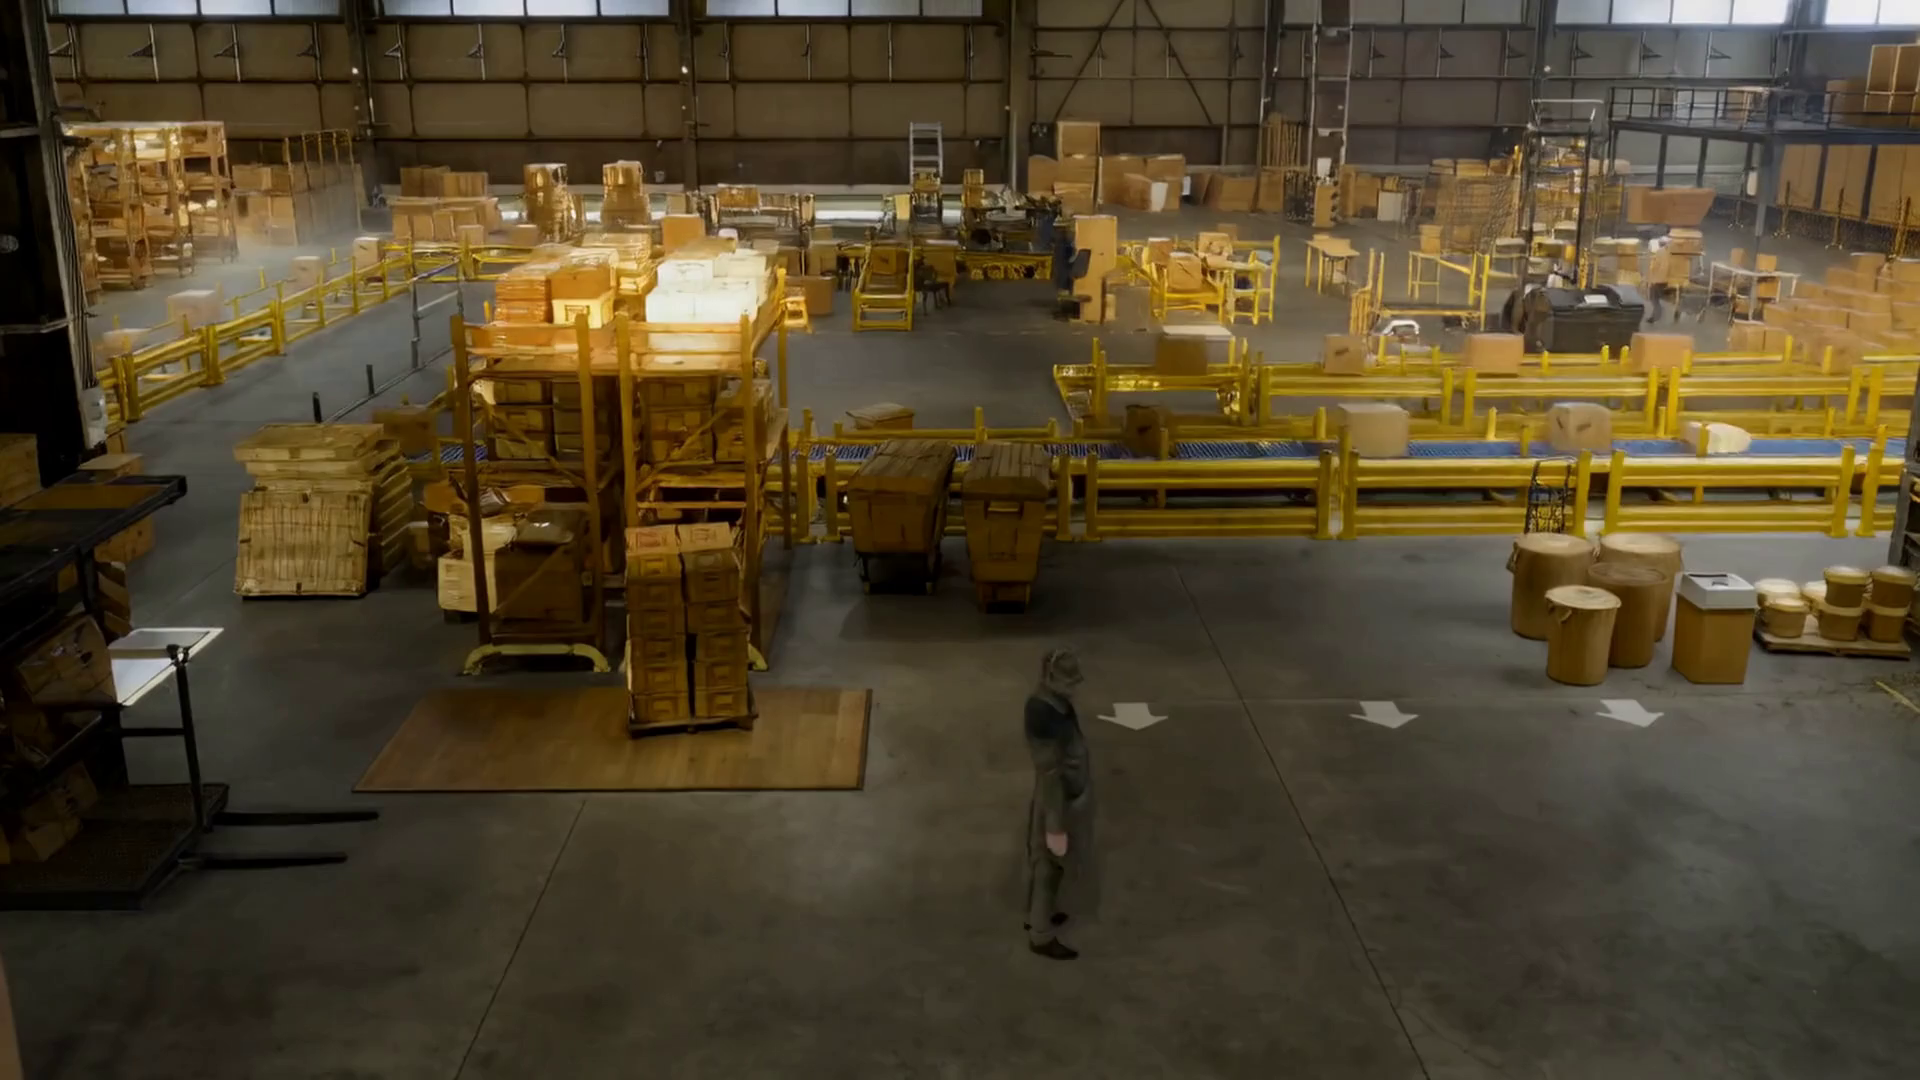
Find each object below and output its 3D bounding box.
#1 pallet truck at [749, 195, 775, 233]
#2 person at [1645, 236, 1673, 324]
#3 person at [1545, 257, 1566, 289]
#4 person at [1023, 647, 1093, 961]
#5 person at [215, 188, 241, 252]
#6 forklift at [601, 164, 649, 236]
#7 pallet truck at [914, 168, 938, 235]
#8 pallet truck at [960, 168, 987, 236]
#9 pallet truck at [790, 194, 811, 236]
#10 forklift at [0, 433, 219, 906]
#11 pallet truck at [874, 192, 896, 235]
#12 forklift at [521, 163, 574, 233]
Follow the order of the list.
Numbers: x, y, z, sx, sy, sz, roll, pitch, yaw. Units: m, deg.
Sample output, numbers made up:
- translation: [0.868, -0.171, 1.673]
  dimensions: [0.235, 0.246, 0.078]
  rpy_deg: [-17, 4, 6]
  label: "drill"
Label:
- translation: [-6.051, -9.967, 50.660]
  dimensions: [0.680, 1.201, 1.601]
  rpy_deg: [0, 16, -1]
  label: "pallet truck"
- translation: [13.843, -5.120, 32.863]
  dimensions: [0.547, 1.752, 0.435]
  rpy_deg: [-9, 18, -28]
  label: "person"
- translation: [10.157, -3.912, 28.474]
  dimensions: [0.332, 1.872, 0.514]
  rpy_deg: [14, 21, 39]
  label: "person"
- translation: [0.567, 1.501, 9.658]
  dimensions: [0.400, 1.886, 0.742]
  rpy_deg: [1, 16, 4]
  label: "person"
- translation: [-19.847, -8.663, 45.090]
  dimensions: [0.614, 1.804, 0.623]
  rpy_deg: [-12, 20, -36]
  label: "person"
- translation: [-9.948, -10.127, 49.296]
  dimensions: [1.157, 1.987, 2.680]
  rpy_deg: [-1, 16, -3]
  label: "forklift"
- translation: [-0.989, -10.316, 50.507]
  dimensions: [0.823, 1.965, 1.885]
  rpy_deg: [1, 16, 3]
  label: "pallet truck"
- translation: [0.383, -10.230, 50.206]
  dimensions: [0.823, 1.965, 1.885]
  rpy_deg: [-1, 16, -3]
  label: "pallet truck"
- translation: [-4.814, -9.883, 50.259]
  dimensions: [0.704, 1.261, 1.522]
  rpy_deg: [-1, 16, -3]
  label: "pallet truck"
- translation: [-5.952, 0.780, 10.366]
  dimensions: [1.873, 2.768, 1.129]
  rpy_deg: [0, 16, -1]
  label: "forklift"
- translation: [-2.277, -9.986, 50.594]
  dimensions: [0.653, 1.274, 1.630]
  rpy_deg: [0, 16, -1]
  label: "pallet truck"
- translation: [-12.233, -10.122, 49.298]
  dimensions: [1.157, 1.987, 2.680]
  rpy_deg: [0, 16, -1]
  label: "forklift"
